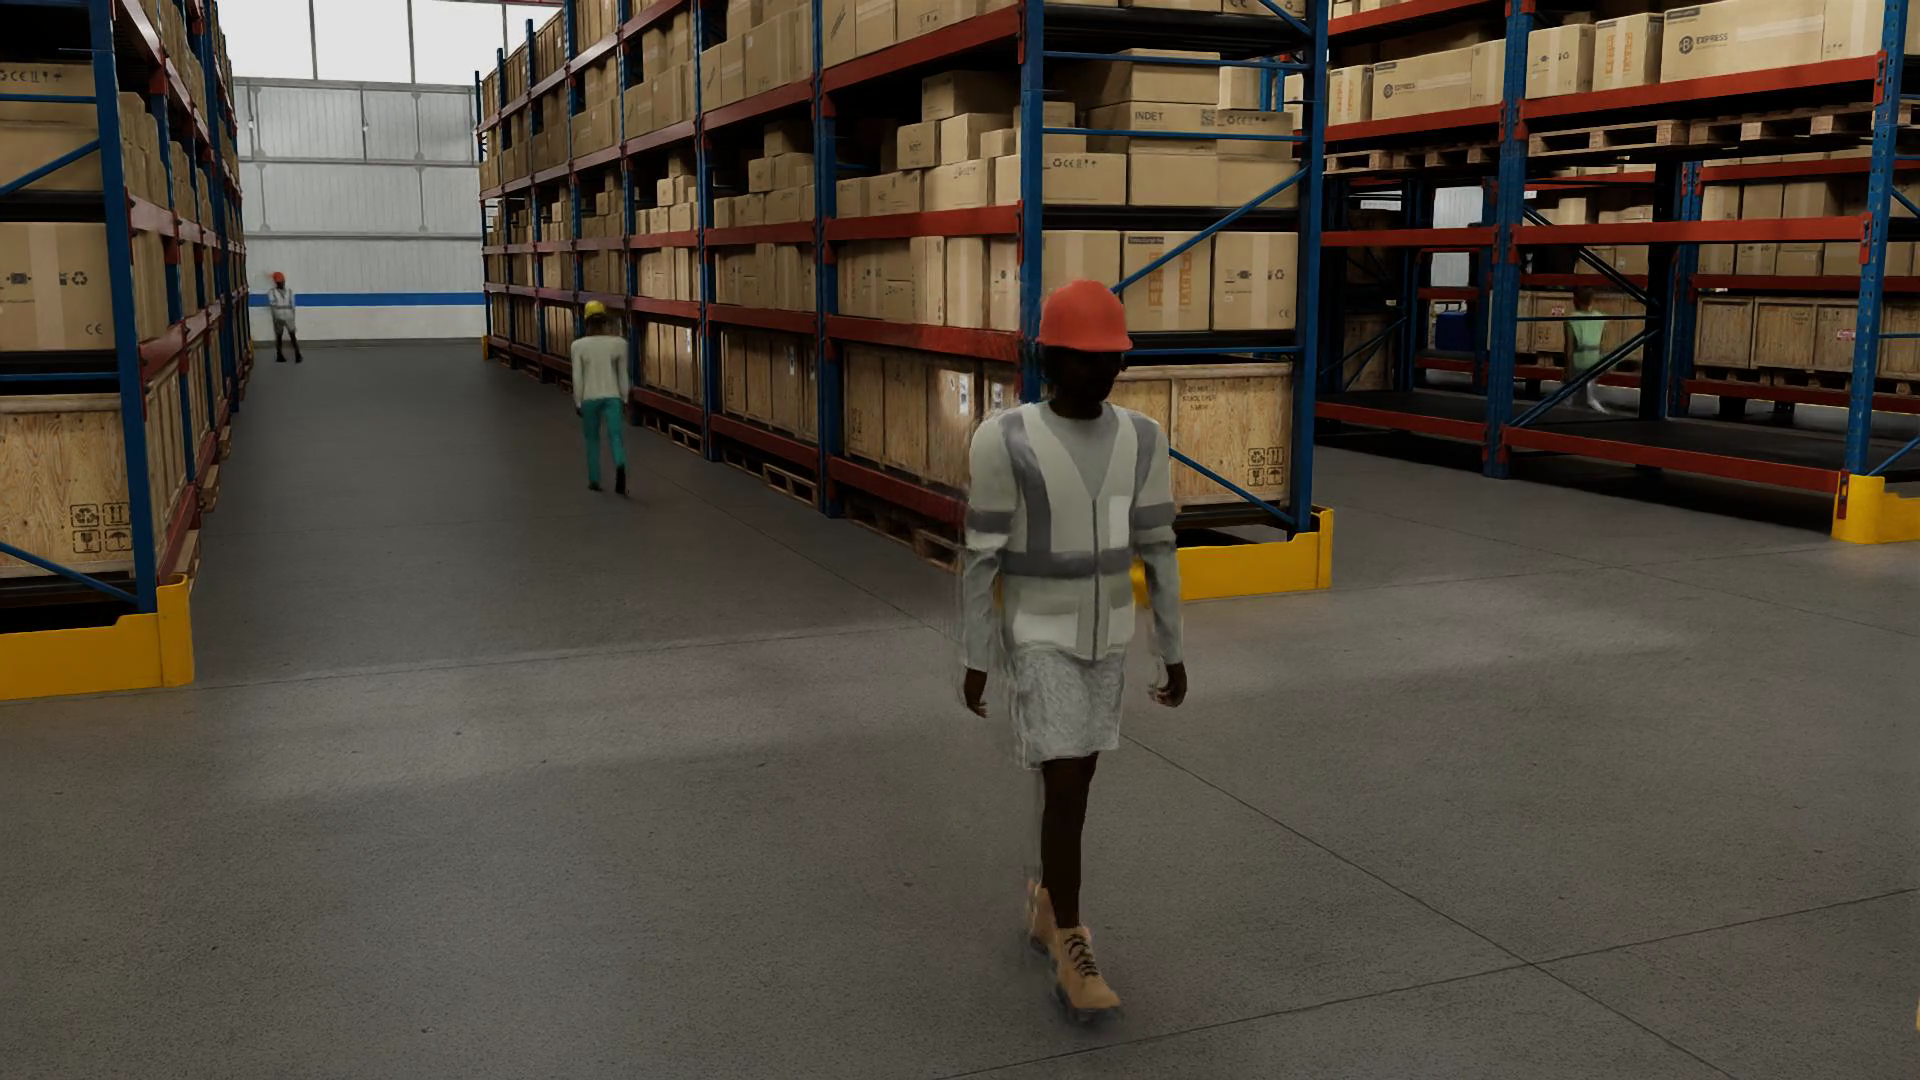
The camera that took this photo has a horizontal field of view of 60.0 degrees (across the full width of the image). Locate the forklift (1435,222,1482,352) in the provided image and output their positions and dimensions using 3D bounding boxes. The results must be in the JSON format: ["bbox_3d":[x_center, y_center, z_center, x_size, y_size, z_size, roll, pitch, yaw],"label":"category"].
[{"bbox_3d":[10.168,-4.696,31.990,1.129,2.768,1.873,-4,10,-25],"label":"forklift"}]

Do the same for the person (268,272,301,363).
[{"bbox_3d":[-14.006,-4.587,34.403,0.540,1.878,0.979,-7,12,-36],"label":"person"}]

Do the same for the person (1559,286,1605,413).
[{"bbox_3d":[6.990,-1.927,18.602,0.576,1.818,0.810,-4,10,-24],"label":"person"}]

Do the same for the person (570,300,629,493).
[{"bbox_3d":[-3.205,-1.275,14.885,0.531,1.746,0.723,-4,10,-23],"label":"person"}]

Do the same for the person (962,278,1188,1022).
[{"bbox_3d":[0.382,0.304,4.606,0.637,2.018,0.824,-5,11,-26],"label":"person"}]
